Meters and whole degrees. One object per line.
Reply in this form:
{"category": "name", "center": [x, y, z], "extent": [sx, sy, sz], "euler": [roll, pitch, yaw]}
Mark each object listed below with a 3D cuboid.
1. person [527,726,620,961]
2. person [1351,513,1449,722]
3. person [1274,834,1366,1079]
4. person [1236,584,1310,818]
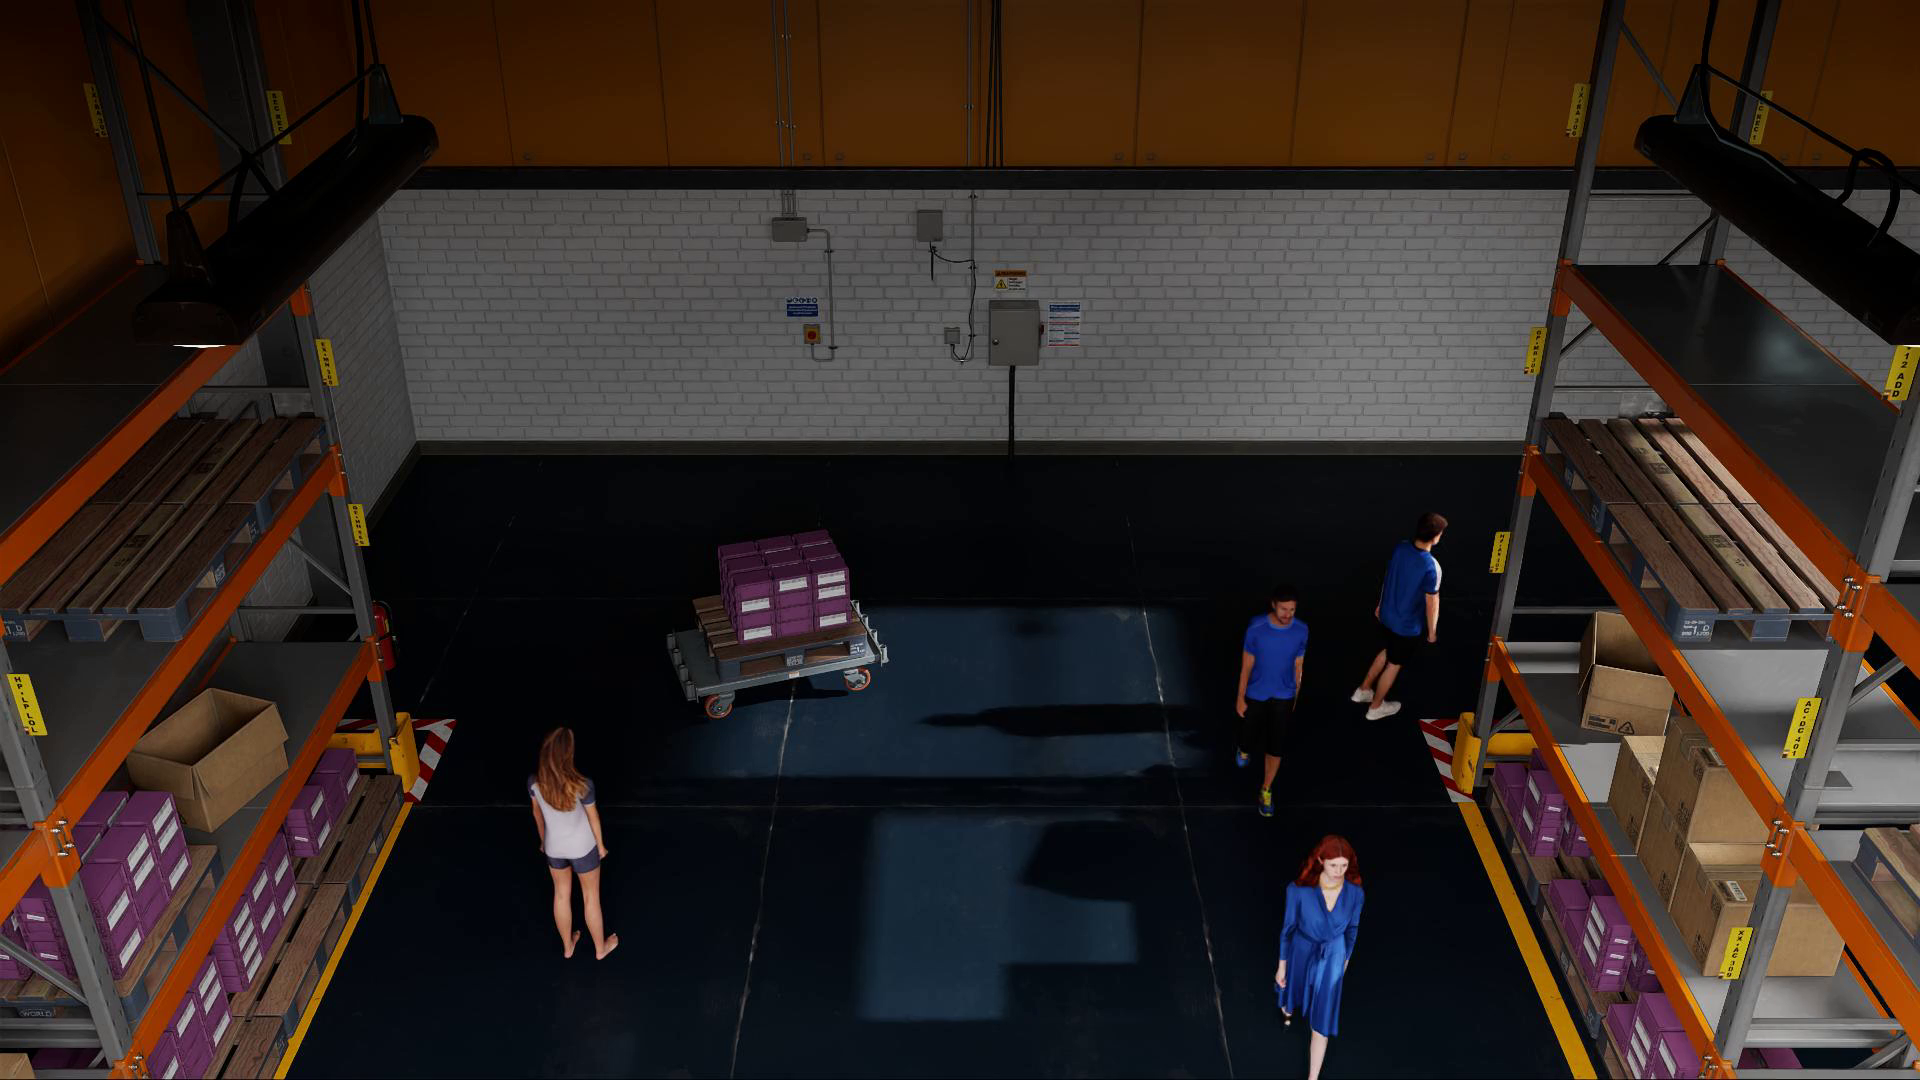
{"category": "person", "center": [-2.460, 1.933, 10.495], "extent": [0.635, 1.729, 0.601], "euler": [6, 29, 10]}
{"category": "person", "center": [3.337, 0.638, 12.753], "extent": [0.891, 1.839, 0.795], "euler": [-17, 33, -28]}
{"category": "person", "center": [2.015, 2.392, 9.586], "extent": [0.705, 1.793, 1.136], "euler": [4, 29, 7]}
{"category": "person", "center": [2.219, 1.064, 11.963], "extent": [0.682, 1.848, 0.953], "euler": [3, 29, 6]}
